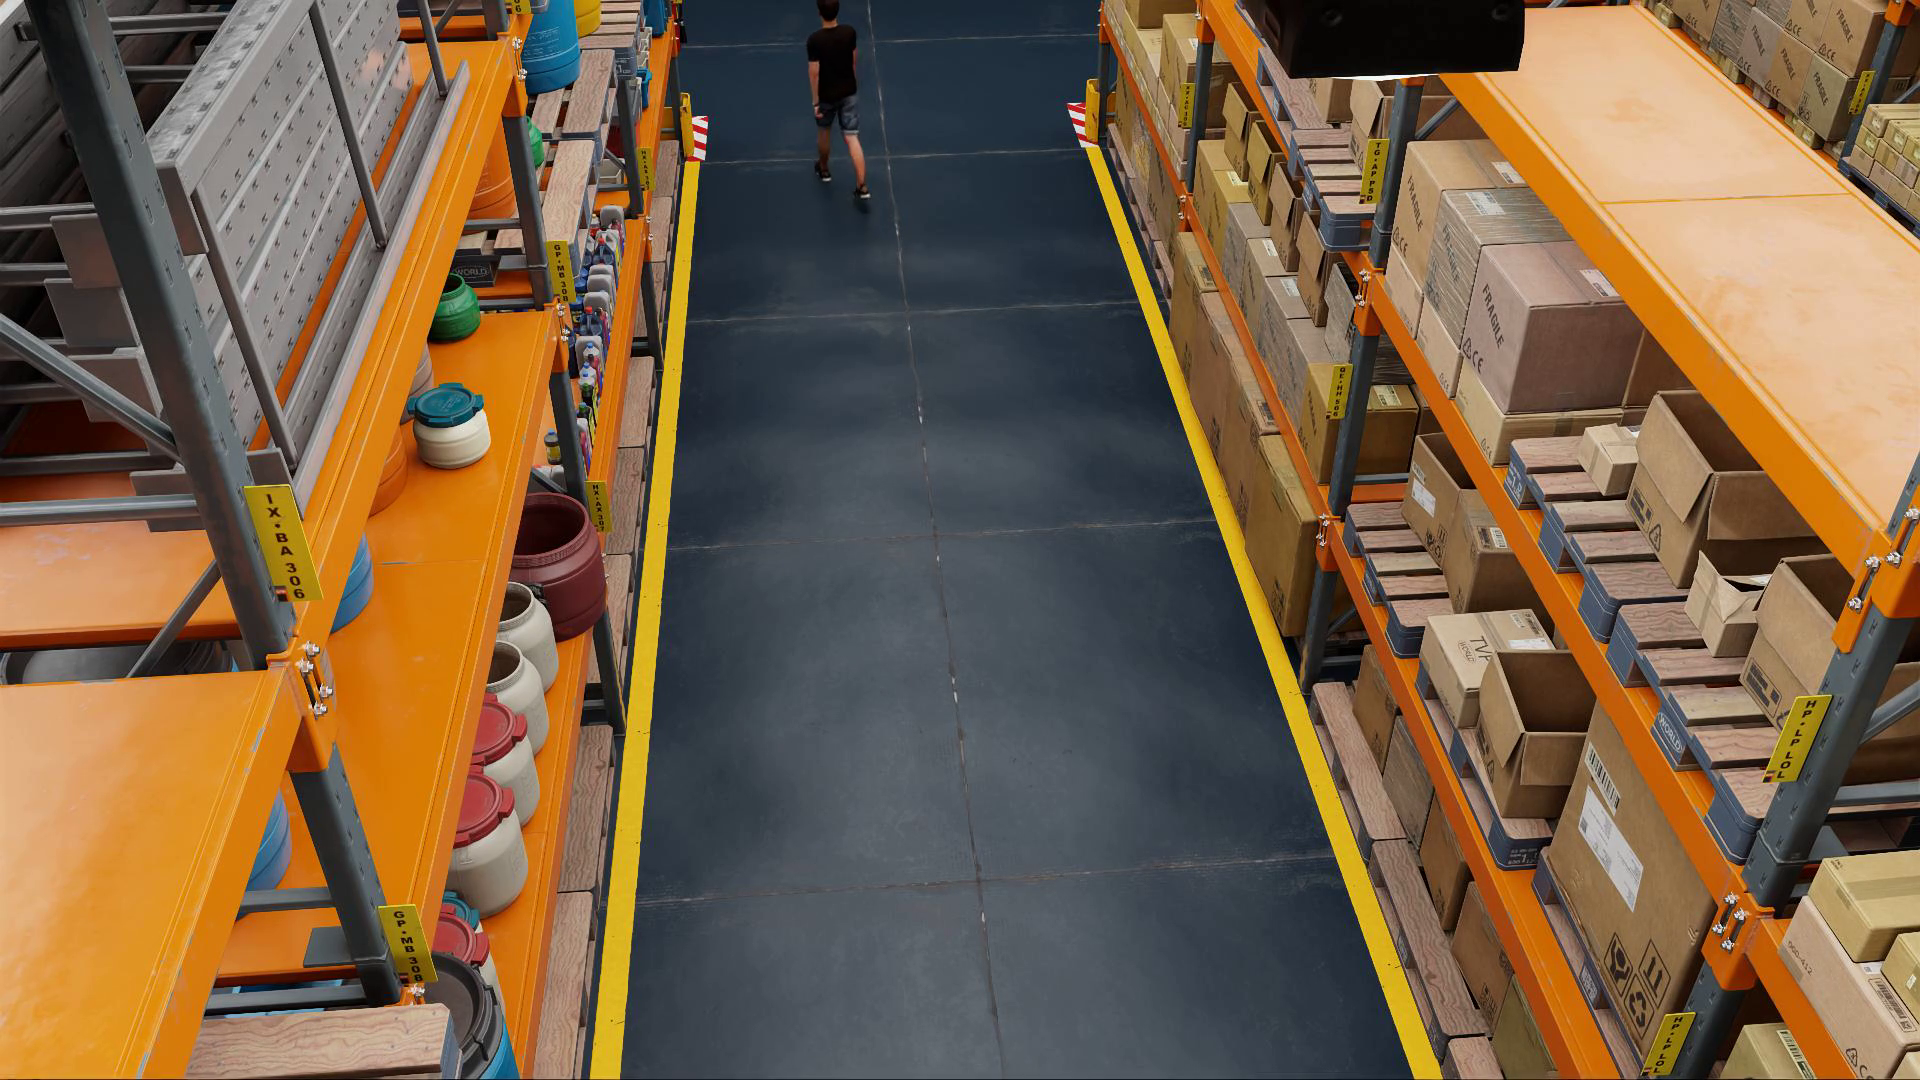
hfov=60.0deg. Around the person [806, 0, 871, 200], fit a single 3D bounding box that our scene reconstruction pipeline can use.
[{"bbox_3d":[-1.037,-3.843,14.577,0.959,1.808,1.303,-16,40,-20],"label":"person"}]
